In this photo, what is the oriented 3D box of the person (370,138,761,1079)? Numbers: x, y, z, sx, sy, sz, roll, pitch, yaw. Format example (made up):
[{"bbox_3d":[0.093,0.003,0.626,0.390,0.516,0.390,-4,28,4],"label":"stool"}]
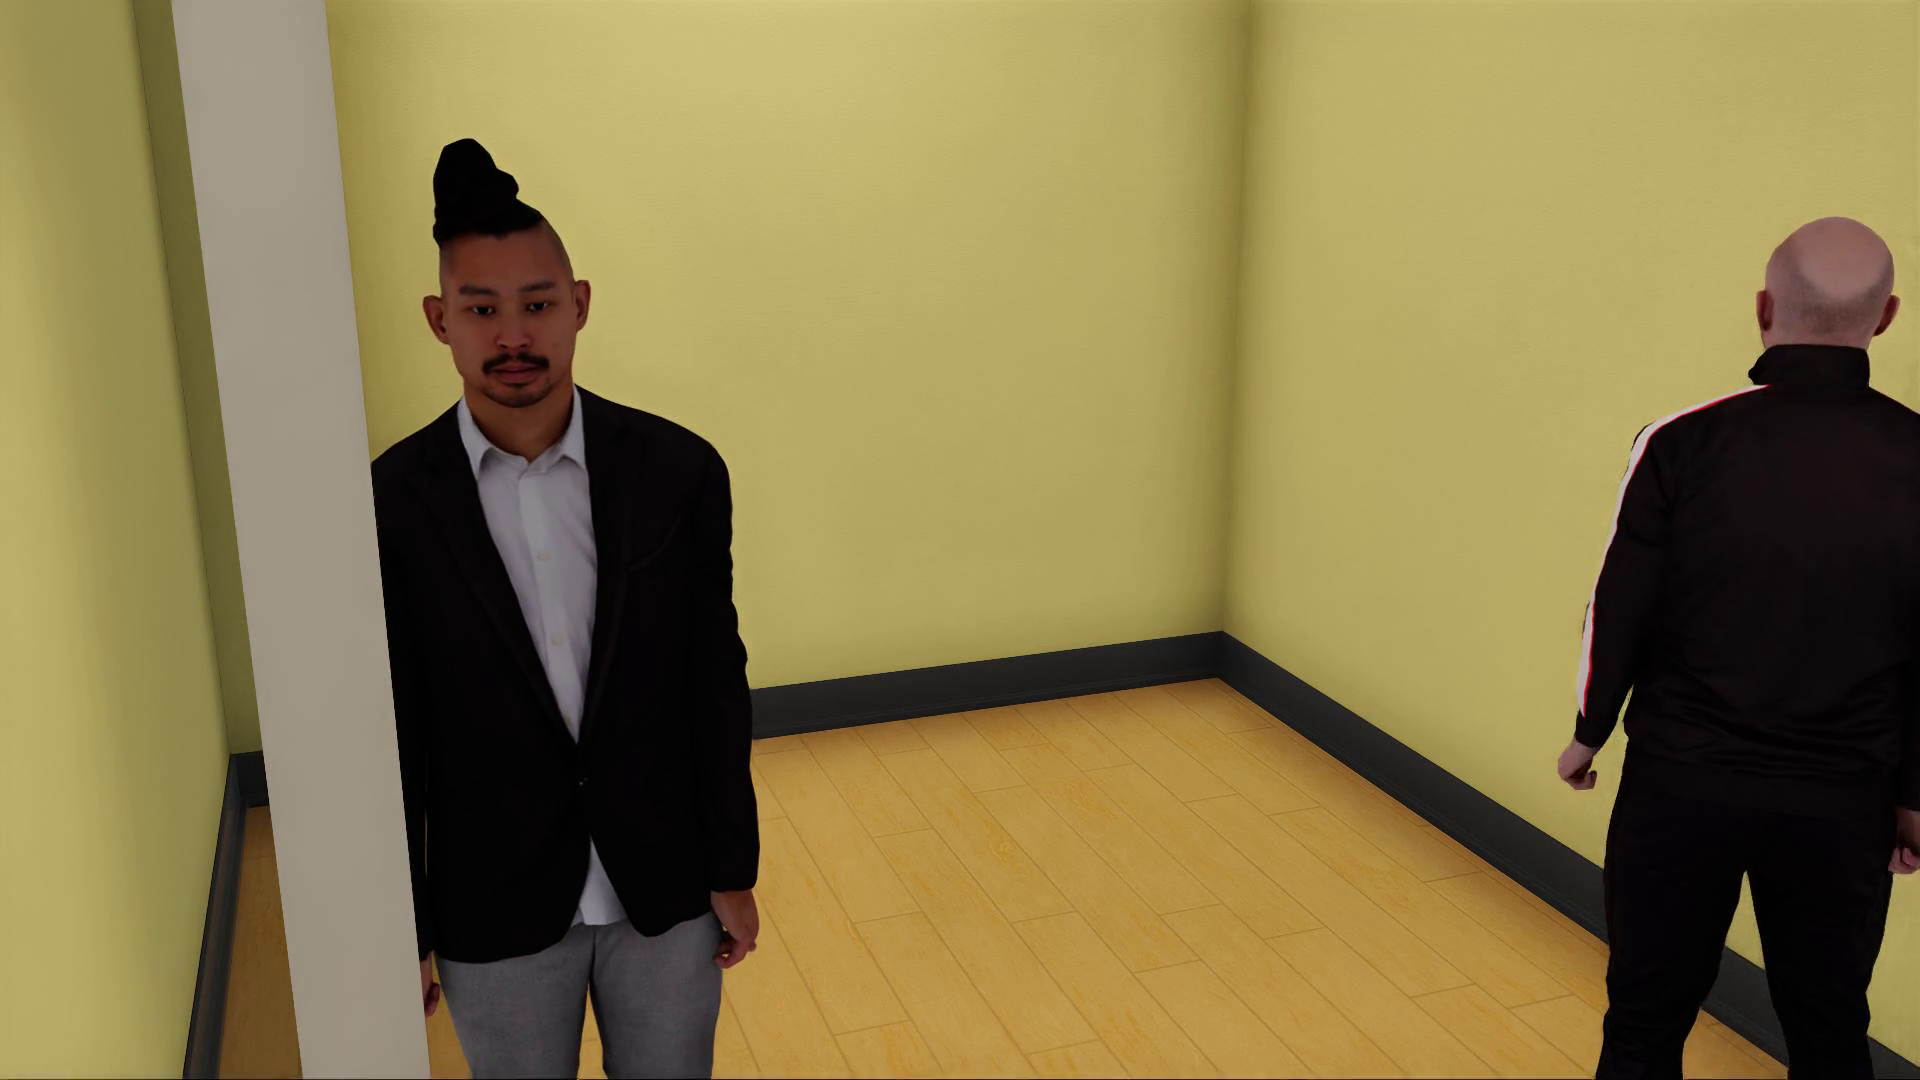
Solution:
[{"bbox_3d":[-0.554,0.432,2.347,0.518,1.952,0.756,-6,17,-20],"label":"person"}]

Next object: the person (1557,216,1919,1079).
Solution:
[{"bbox_3d":[1.223,0.432,2.566,0.756,1.832,0.863,3,16,11],"label":"person"}]
